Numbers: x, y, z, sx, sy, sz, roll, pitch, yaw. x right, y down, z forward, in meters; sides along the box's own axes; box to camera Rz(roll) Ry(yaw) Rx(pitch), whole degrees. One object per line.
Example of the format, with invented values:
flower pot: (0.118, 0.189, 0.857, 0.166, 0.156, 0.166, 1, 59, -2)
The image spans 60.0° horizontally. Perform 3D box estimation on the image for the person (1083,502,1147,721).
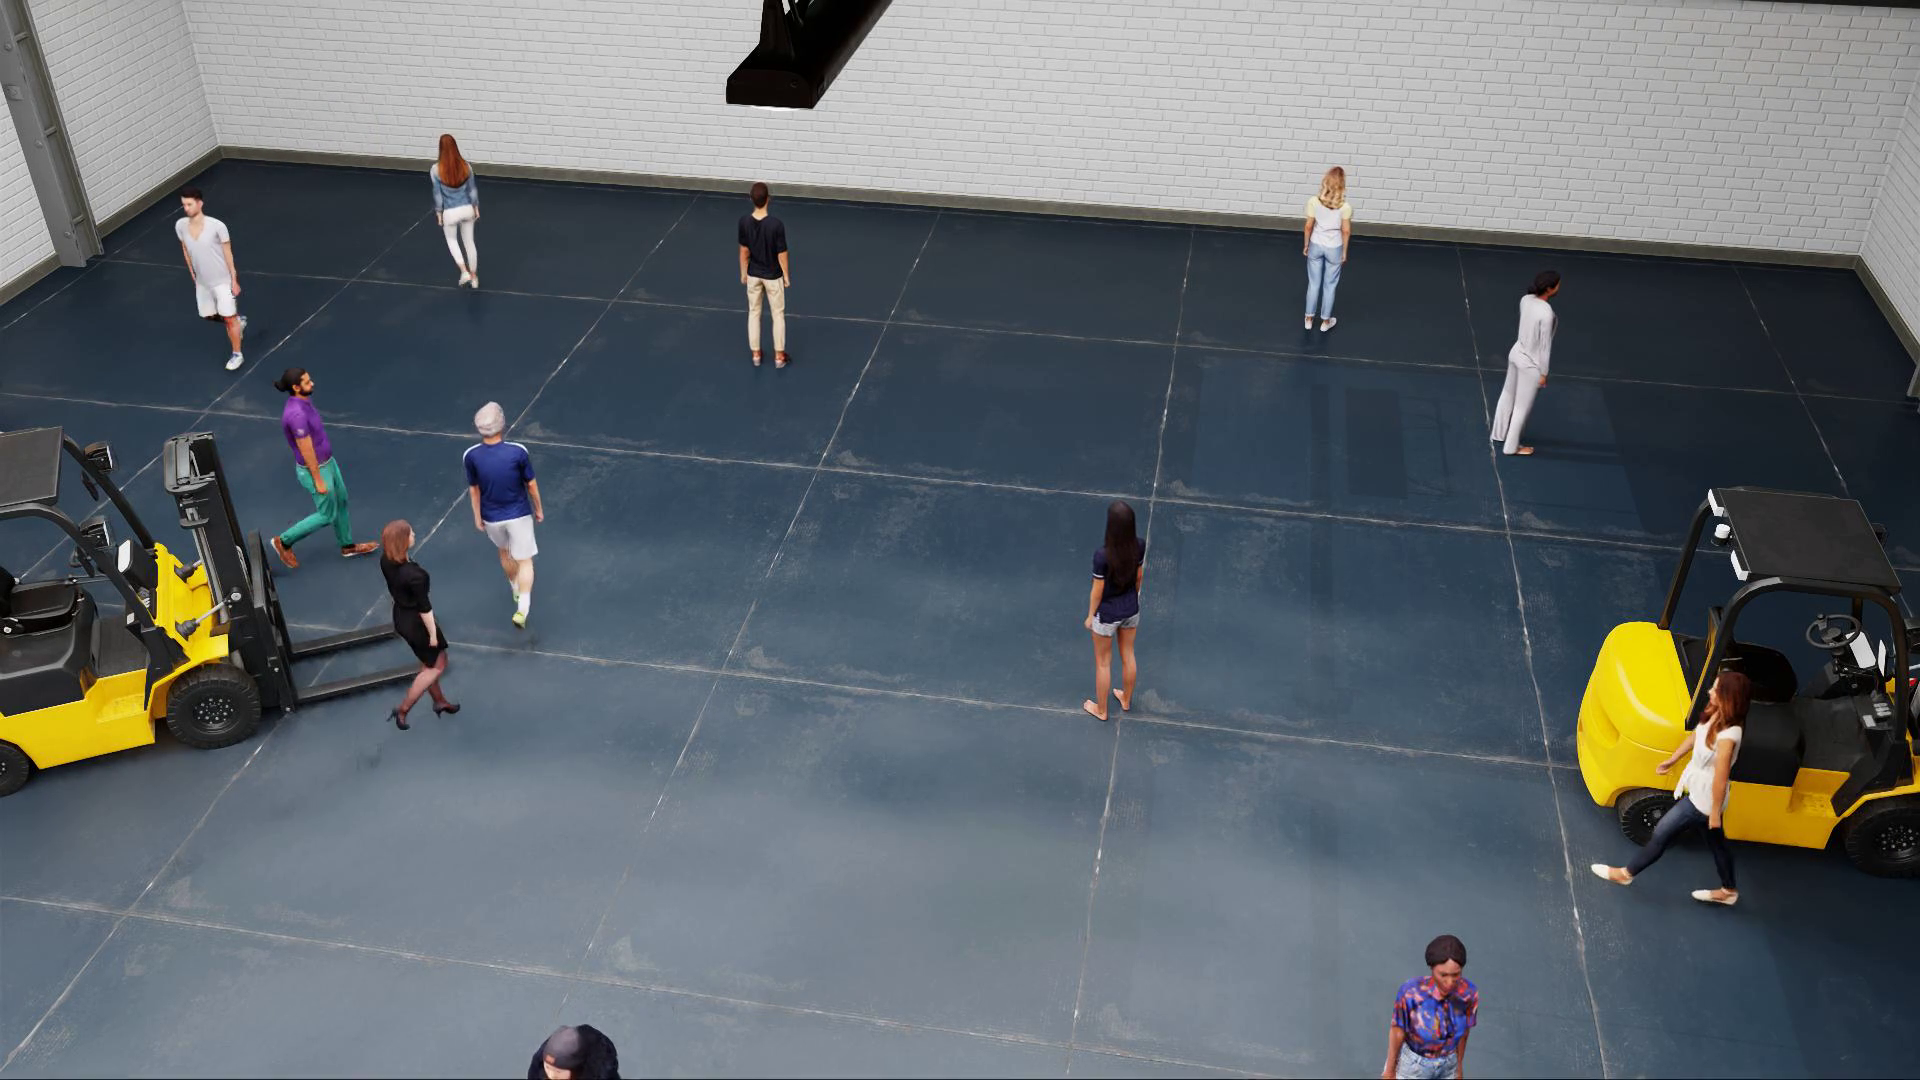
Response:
person: (1.085, 0.501, 11.599, 0.655, 1.767, 0.694, -16, 37, -23)

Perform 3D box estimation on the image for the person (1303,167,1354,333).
person: (3.700, -2.936, 16.807, 0.678, 1.726, 0.625, 14, 36, 20)

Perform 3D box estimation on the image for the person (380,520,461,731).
person: (-3.816, 0.637, 11.464, 0.802, 1.689, 0.921, 24, 40, 31)

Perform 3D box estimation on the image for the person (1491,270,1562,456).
person: (5.046, -1.592, 14.776, 0.757, 1.735, 0.613, -7, 34, -11)

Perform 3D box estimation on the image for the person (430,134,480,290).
person: (-5.286, -3.421, 17.571, 0.764, 1.689, 0.810, -15, 37, -22)

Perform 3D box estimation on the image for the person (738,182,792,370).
person: (-1.893, -2.558, 16.126, 0.629, 1.850, 0.539, 6, 34, 9)

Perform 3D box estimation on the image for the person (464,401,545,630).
person: (-3.423, -0.142, 12.531, 0.874, 1.807, 1.192, -6, 34, -9)

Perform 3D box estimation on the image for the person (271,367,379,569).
person: (-5.199, -0.539, 13.181, 0.940, 1.748, 1.040, -8, 34, -11)

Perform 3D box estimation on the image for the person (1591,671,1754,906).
person: (4.600, 1.550, 10.051, 0.800, 1.733, 1.083, 12, 35, 18)

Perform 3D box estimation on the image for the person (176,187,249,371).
person: (-7.205, -2.592, 16.191, 0.706, 1.836, 0.897, 4, 34, 6)

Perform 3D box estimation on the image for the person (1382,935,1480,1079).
person: (2.335, 2.643, 8.399, 0.649, 1.743, 0.612, -4, 34, -6)

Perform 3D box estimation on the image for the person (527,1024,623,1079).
person: (-1.748, 2.881, 8.111, 0.766, 1.665, 0.904, 13, 36, 18)
